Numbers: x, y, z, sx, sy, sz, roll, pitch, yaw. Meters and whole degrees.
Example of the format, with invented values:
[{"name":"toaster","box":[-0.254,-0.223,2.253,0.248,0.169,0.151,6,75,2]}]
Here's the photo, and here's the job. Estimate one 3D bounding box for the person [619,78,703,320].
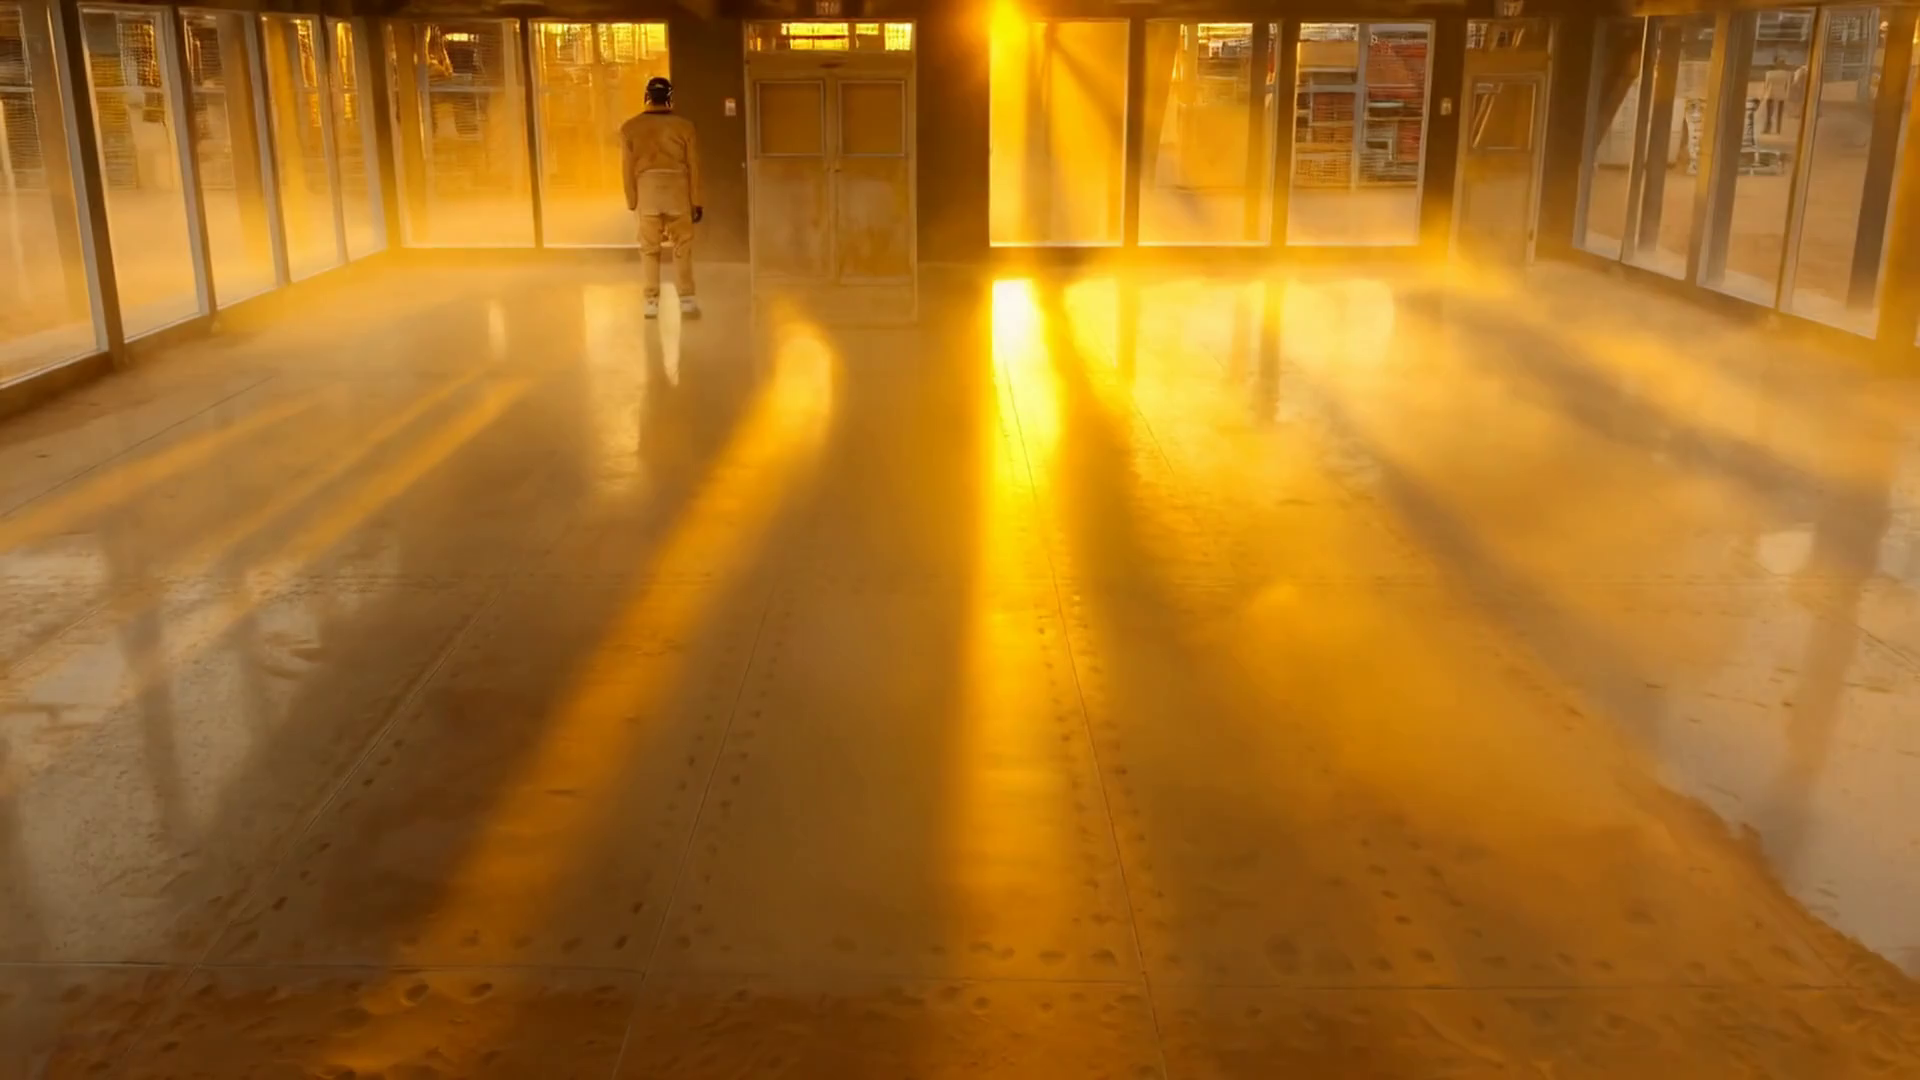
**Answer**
[{"name":"person","box":[-2.377,-2.727,13.382,0.644,1.908,0.408,0,16,-1]}]
